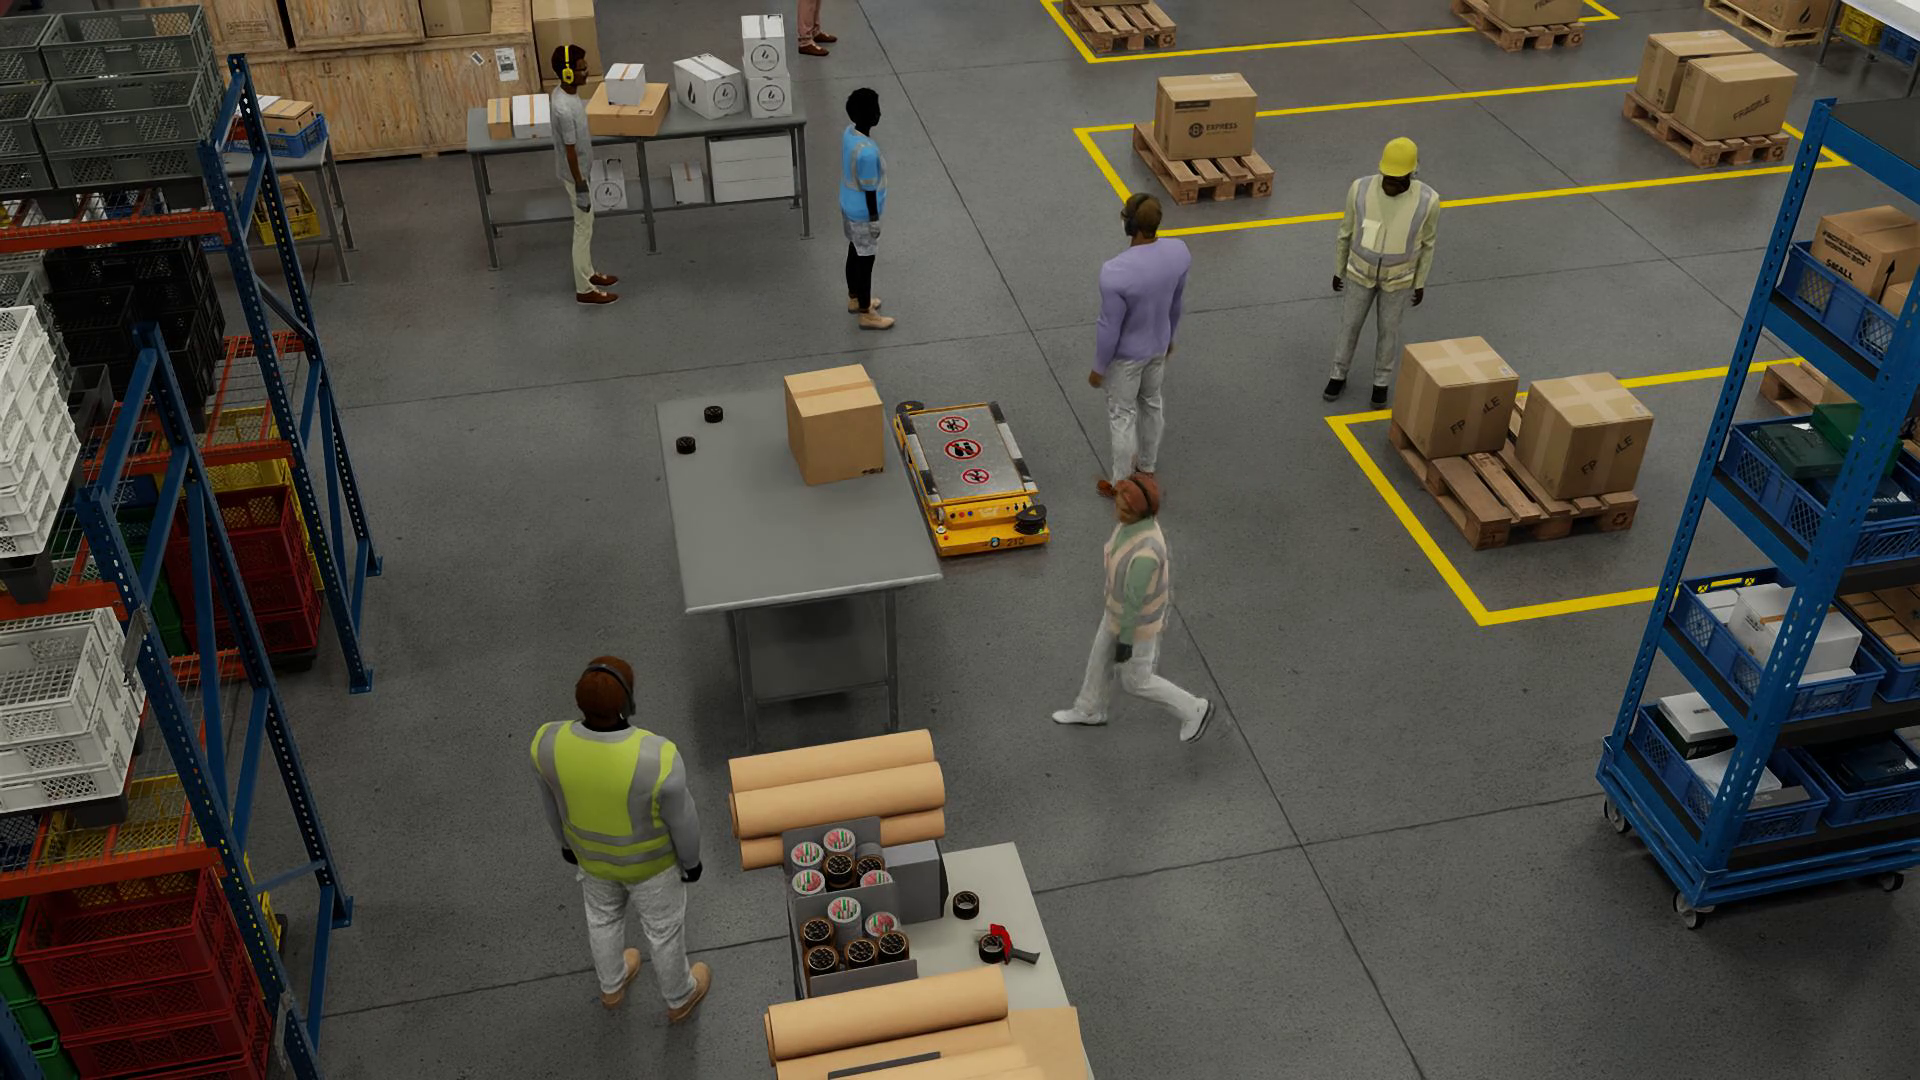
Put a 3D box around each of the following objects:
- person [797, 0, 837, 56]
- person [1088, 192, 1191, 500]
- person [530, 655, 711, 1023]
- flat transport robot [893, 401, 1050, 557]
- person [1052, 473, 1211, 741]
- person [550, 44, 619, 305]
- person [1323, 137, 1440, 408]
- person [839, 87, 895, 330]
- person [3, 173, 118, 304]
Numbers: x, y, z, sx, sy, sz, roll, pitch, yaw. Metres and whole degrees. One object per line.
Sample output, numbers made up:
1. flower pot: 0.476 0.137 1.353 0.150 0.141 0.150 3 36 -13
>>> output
1. person: -1.365 -5.536 15.619 0.401 1.900 0.639 6 37 8
2. person: 1.028 -1.091 9.624 0.643 1.942 0.462 -25 43 -30
3. person: -1.314 1.209 6.609 0.631 1.835 0.429 8 37 11
4. flat transport robot: 0.046 -0.430 10.108 0.652 0.197 1.431 -8 37 -10
5. person: 0.860 0.354 7.933 0.708 1.612 0.530 -2 37 -3
6. person: -2.656 -2.545 11.631 0.316 1.861 0.516 -6 37 -8
7. person: 2.650 -1.682 10.495 0.601 1.827 0.404 12 38 16
8. person: -0.656 -2.271 11.395 0.321 1.697 0.535 -10 38 -13
9. person: -5.642 -1.773 10.574 0.356 1.882 0.574 23 42 27
